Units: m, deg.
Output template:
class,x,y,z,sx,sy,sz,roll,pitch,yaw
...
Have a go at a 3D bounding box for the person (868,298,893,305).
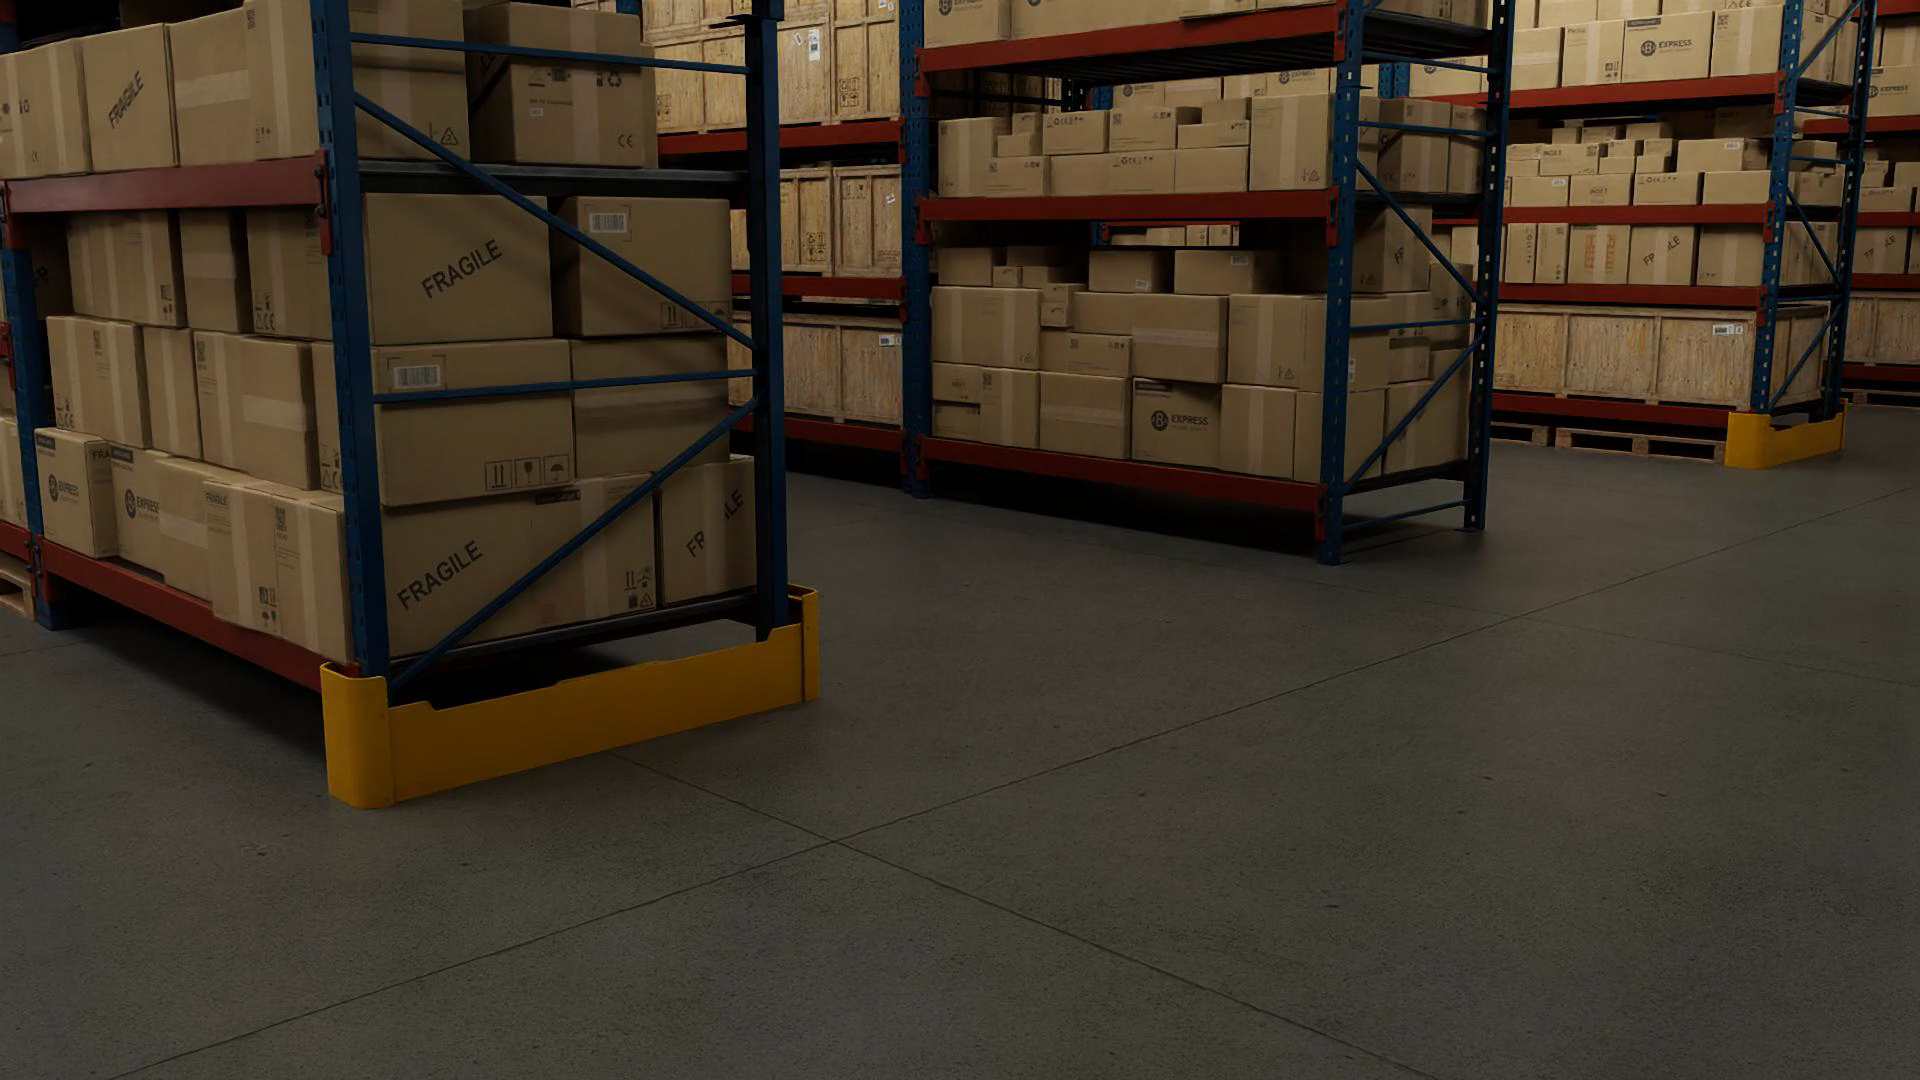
class,x,y,z,sx,sy,sz,roll,pitch,yaw
person,-1.059,-2.789,21.662,0.373,1.928,0.543,4,11,19
